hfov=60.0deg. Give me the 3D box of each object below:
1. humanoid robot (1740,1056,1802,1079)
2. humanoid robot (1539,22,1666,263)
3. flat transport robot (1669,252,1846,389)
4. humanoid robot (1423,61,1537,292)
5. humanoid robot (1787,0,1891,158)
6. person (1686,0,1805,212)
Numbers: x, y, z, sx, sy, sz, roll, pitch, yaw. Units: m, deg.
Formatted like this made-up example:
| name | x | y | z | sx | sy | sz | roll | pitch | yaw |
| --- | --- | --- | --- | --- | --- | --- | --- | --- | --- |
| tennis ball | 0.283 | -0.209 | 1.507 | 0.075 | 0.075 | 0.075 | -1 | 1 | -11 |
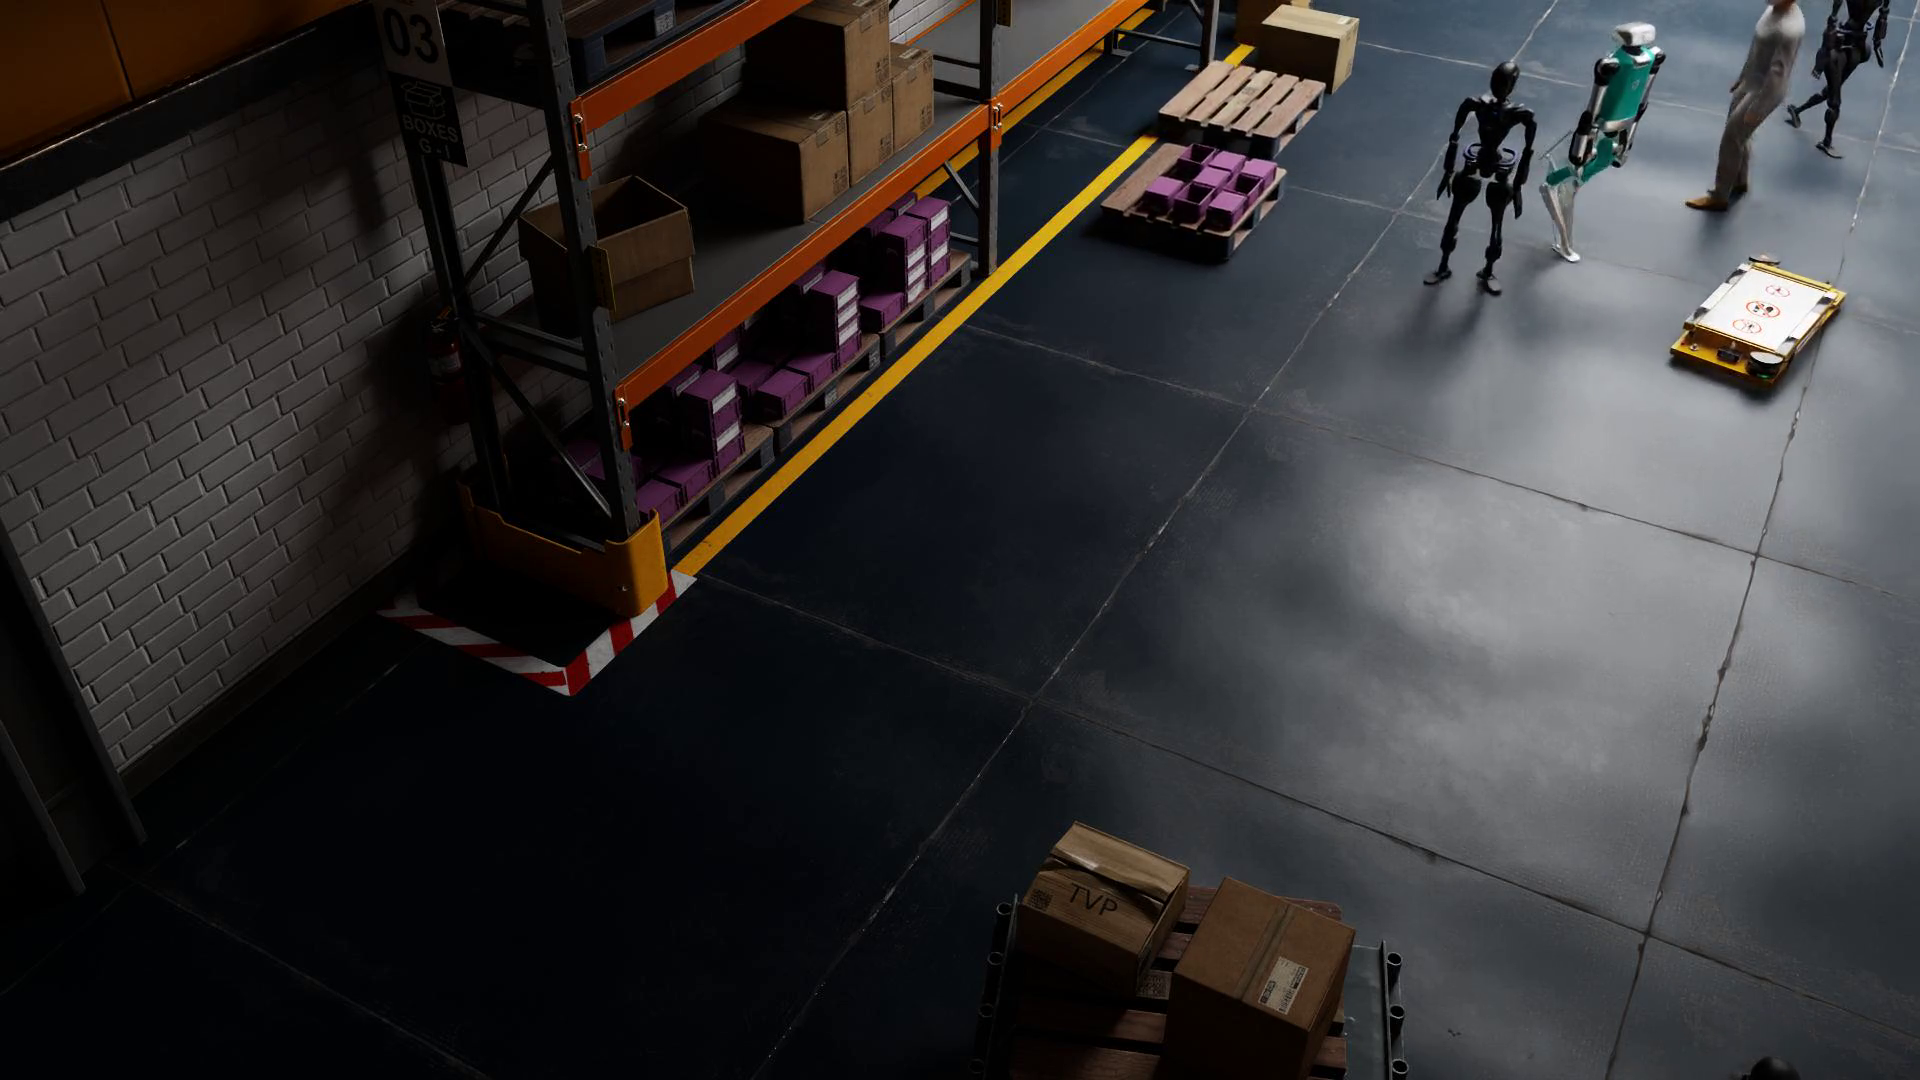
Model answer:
| name | x | y | z | sx | sy | sz | roll | pitch | yaw |
| --- | --- | --- | --- | --- | --- | --- | --- | --- | --- |
| humanoid robot | 2.399 | 2.134 | 5.471 | 0.589 | 1.613 | 0.755 | 1 | 39 | 2 |
| humanoid robot | 4.311 | -2.731 | 11.512 | 0.530 | 1.863 | 0.688 | -17 | 42 | -20 |
| flat transport robot | 5.333 | -1.476 | 11.065 | 0.659 | 0.231 | 1.431 | 28 | 46 | 30 |
| humanoid robot | 3.513 | -2.428 | 11.123 | 0.587 | 1.639 | 0.369 | 18 | 42 | 21 |
| humanoid robot | 6.923 | -3.882 | 12.998 | 0.601 | 1.648 | 0.772 | -10 | 40 | -13 |
| person | 5.724 | -3.238 | 11.986 | 0.444 | 1.864 | 0.597 | 6 | 39 | 8 |
